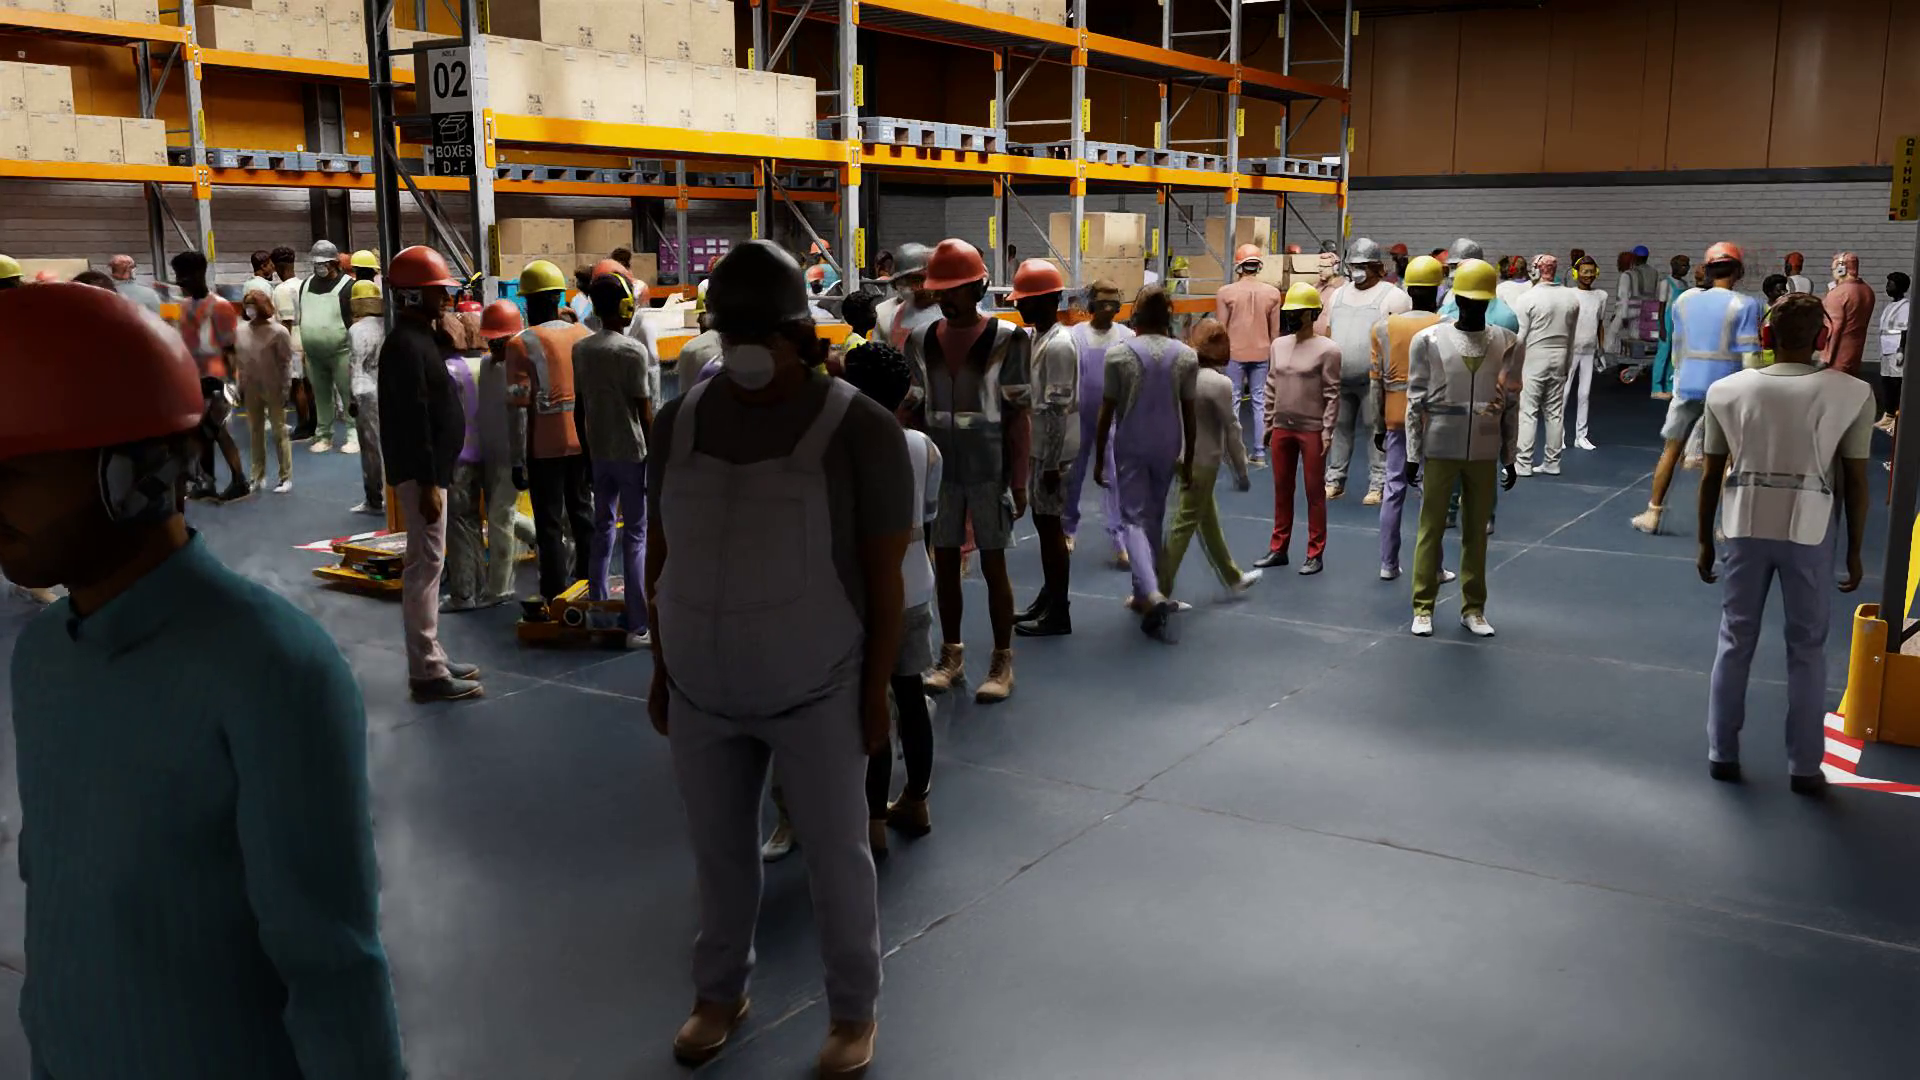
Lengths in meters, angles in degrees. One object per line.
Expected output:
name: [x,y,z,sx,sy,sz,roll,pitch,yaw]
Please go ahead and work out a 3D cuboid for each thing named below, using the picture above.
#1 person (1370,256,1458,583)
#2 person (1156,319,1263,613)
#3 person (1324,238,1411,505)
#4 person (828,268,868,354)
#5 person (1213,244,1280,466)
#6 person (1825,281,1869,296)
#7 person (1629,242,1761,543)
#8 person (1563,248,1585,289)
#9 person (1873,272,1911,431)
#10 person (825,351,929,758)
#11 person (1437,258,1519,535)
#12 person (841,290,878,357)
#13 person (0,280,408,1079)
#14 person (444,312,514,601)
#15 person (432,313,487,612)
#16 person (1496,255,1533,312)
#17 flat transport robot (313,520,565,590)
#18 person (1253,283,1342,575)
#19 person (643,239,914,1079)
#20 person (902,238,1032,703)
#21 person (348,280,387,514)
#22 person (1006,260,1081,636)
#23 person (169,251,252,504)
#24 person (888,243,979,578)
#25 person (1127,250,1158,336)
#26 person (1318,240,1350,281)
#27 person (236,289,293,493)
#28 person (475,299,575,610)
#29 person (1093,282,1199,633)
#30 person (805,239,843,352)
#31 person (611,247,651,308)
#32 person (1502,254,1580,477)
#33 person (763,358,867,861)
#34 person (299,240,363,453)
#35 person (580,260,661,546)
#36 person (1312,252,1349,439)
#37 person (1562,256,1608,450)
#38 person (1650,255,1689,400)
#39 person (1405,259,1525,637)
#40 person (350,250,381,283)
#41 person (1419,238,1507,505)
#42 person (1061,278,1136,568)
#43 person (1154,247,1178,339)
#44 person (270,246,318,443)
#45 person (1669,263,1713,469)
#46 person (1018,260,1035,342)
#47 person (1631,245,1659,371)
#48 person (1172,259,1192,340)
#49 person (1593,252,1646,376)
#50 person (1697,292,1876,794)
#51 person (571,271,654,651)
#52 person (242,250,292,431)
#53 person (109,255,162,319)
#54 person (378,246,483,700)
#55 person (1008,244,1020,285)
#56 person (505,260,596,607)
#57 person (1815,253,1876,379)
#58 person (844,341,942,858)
person: [2.699,-0.698,9.801,0.587,1.930,0.355,7,12,35]
person: [1.386,-0.405,9.102,0.849,1.584,0.529,-5,11,-25]
person: [3.068,-1.291,12.785,0.682,2.000,0.537,8,13,39]
person: [-1.140,-2.180,18.090,0.603,1.904,0.386,-4,11,-20]
person: [2.560,-1.651,14.934,0.615,1.987,0.407,-2,10,-9]
person: [10.471,-2.430,19.677,0.565,1.834,0.400,-2,10,-11]
person: [5.074,-0.991,11.232,0.463,2.003,0.942,-8,13,-36]
person: [10.013,-3.814,27.199,0.346,1.883,0.583,4,11,23]
person: [9.947,-2.001,17.699,0.321,1.690,0.537,1,10,6]
person: [-0.398,0.095,6.267,0.433,1.618,0.521,-6,12,-30]
person: [3.483,-0.974,11.435,0.399,1.899,0.650,-8,13,-38]
person: [-0.651,-0.788,10.942,0.318,1.700,0.535,-2,10,-9]
person: [-0.906,0.696,1.939,0.656,1.976,0.440,8,13,36]
person: [-2.694,-0.453,9.281,0.315,1.630,0.519,6,12,31]
person: [-2.763,-0.425,9.123,0.314,1.632,0.524,-1,10,-3]
person: [6.325,-2.311,18.965,0.569,1.849,0.384,-3,11,-17]
flat transport robot: [-3.137,0.066,10.171,0.652,0.197,1.431,7,12,34]
person: [2.061,-0.675,10.132,0.311,1.769,0.522,-10,14,-44]
person: [-0.479,0.294,4.000,0.679,2.000,0.535,3,11,17]
person: [0.012,-0.299,7.327,0.613,2.031,0.403,4,11,23]
person: [-4.367,-1.061,12.373,0.323,1.729,0.495,4,11,21]
person: [0.420,-0.463,8.526,0.389,1.925,0.550,-1,10,-5]
person: [-5.789,-1.233,12.765,0.628,1.944,0.441,7,13,36]
person: [-0.164,-0.766,9.877,0.702,2.000,0.549,6,12,32]
person: [2.630,-3.208,23.806,0.615,1.895,0.578,-7,12,-33]
person: [5.953,-3.839,26.903,0.535,2.000,0.693,-3,11,-16]
person: [-5.595,-1.191,13.354,0.497,1.634,0.278,2,10,10]
person: [-2.450,-0.480,9.205,0.650,1.710,0.597,-9,14,-41]
person: [0.992,-0.436,8.730,0.524,1.822,0.872,-1,10,-8]
person: [-1.775,-2.888,21.660,0.607,2.035,0.407,-7,13,-36]
person: [-3.768,-2.310,18.679,0.624,1.944,0.658,0,10,1]
person: [4.967,-1.488,14.273,0.644,1.900,0.399,-4,11,-21]
person: [-0.497,0.205,5.361,0.490,1.730,0.324,3,11,15]
person: [-6.005,-1.841,15.831,0.679,2.000,0.535,3,11,14]
person: [-2.250,-0.841,10.705,0.567,1.885,0.997,5,11,26]
person: [3.746,-1.972,16.969,0.398,1.900,0.641,-6,12,-31]
person: [5.994,-1.799,16.070,0.512,1.873,0.329,-1,10,-3]
person: [9.077,-2.704,21.194,0.508,1.842,0.350,-6,12,-31]
person: [2.569,-0.460,8.501,0.587,1.926,0.368,0,10,2]
person: [-6.002,-1.952,16.799,0.388,1.917,0.587,-7,13,-36]
person: [3.831,-1.289,12.771,0.535,2.000,0.684,-4,11,-21]
person: [0.833,-0.744,10.472,0.559,1.800,0.913,-2,10,-12]
person: [3.158,-3.537,25.542,0.594,1.924,0.383,-7,13,-36]
person: [-6.679,-1.952,16.678,0.392,1.957,0.607,1,10,4]
person: [6.578,-1.548,14.804,0.432,1.836,0.619,-2,10,-13]
person: [0.884,-2.862,22.278,0.327,1.760,0.524,4,11,21]
person: [10.498,-3.569,25.700,0.607,1.942,0.410,-5,12,-27]
person: [3.289,-3.304,24.788,0.314,1.736,0.482,-2,11,-13]
person: [9.901,-3.396,25.000,1.007,1.833,0.577,9,14,42]
person: [3.010,0.014,6.129,0.563,1.836,0.388,7,12,33]
person: [-1.675,-0.385,8.232,0.512,1.874,0.328,6,12,30]
person: [-7.437,-2.116,17.714,0.393,1.912,0.589,-8,13,-39]
person: [-7.662,-1.669,15.330,0.682,1.883,0.636,-3,11,-18]
person: [-2.363,-0.292,7.373,0.376,1.995,0.612,-3,11,-17]
person: [0.987,-4.740,32.177,0.372,1.940,0.630,1,10,4]
person: [-2.133,-0.495,8.728,0.399,1.919,0.582,8,13,39]
person: [8.262,-1.738,15.640,0.642,1.906,0.410,-7,12,-35]
person: [-0.269,0.194,5.508,0.316,1.696,0.541,7,12,34]
